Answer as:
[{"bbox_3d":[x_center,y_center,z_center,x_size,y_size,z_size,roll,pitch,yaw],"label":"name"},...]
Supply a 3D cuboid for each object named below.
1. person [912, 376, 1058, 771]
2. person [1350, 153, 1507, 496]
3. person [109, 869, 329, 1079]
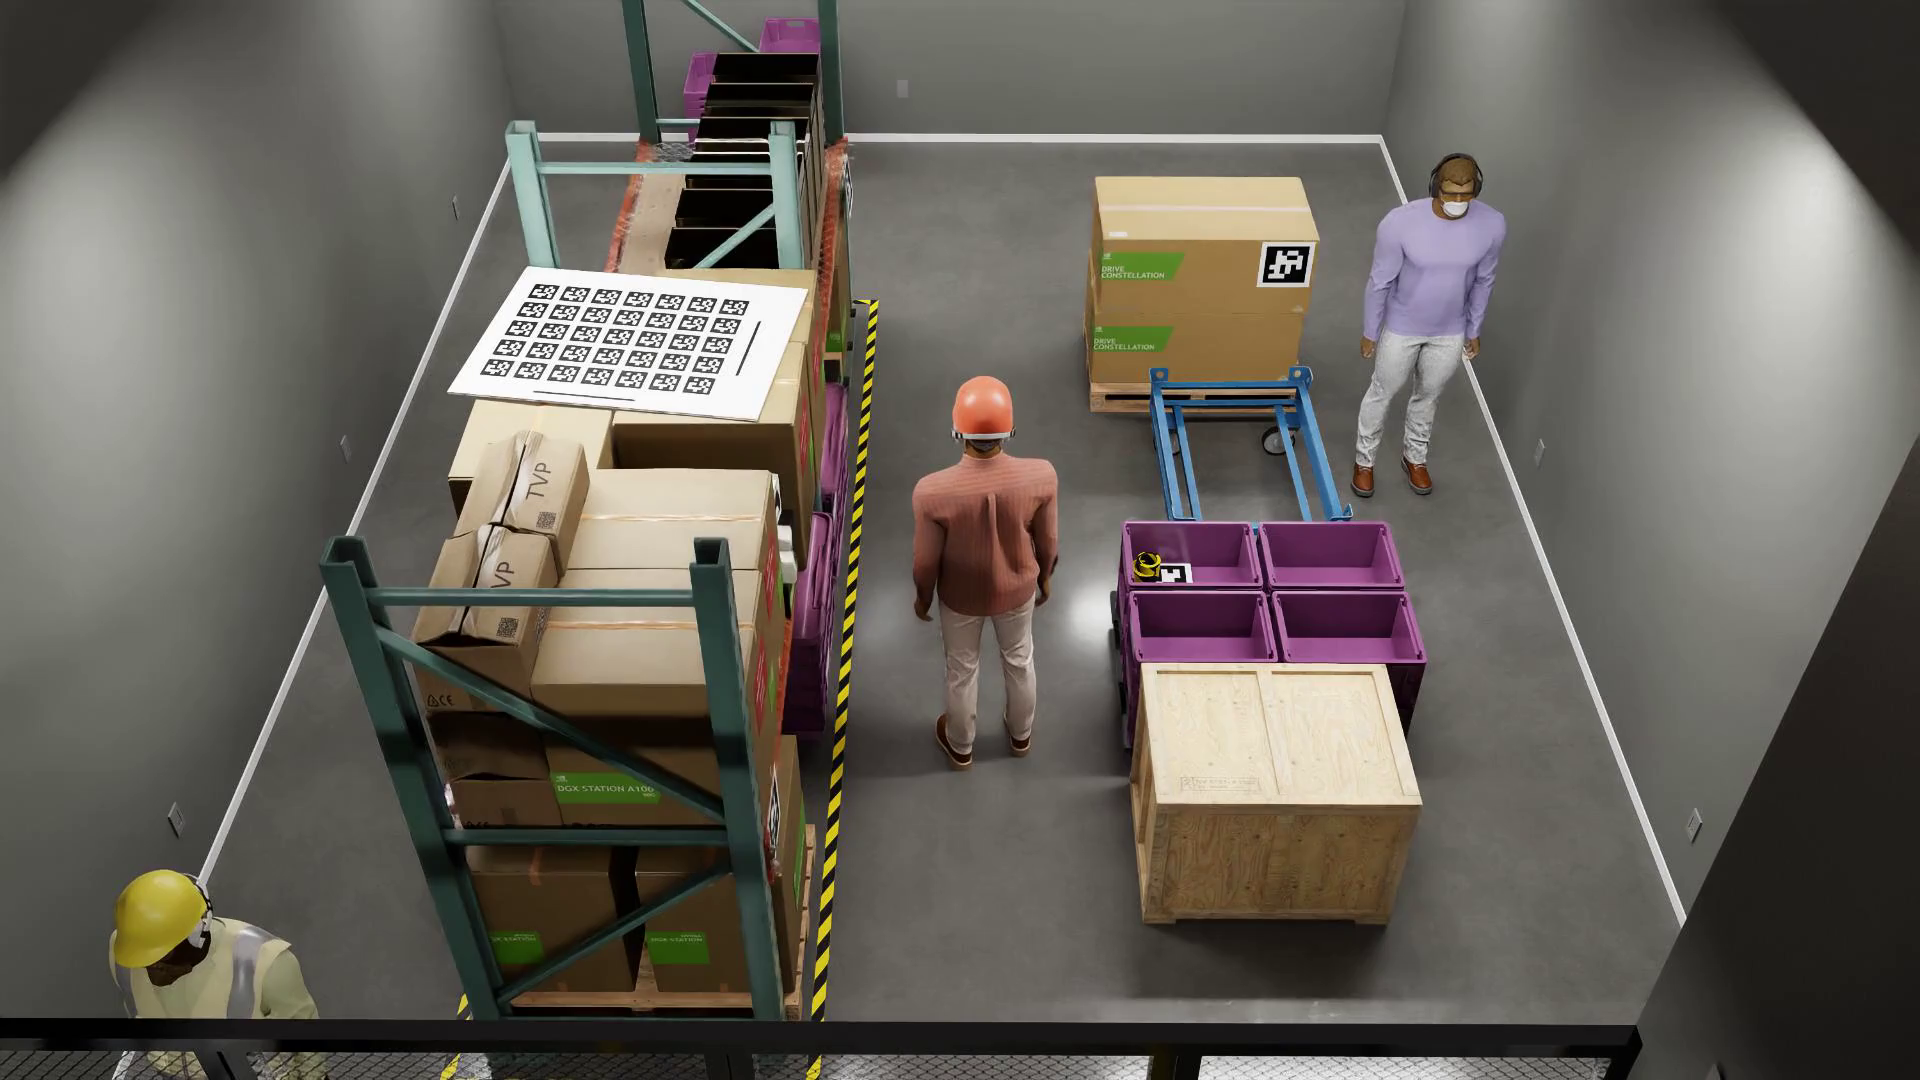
[{"bbox_3d":[0.100,0.169,6.878,0.608,1.996,0.380,-9,42,-10],"label":"person"},{"bbox_3d":[2.316,-1.059,8.321,0.636,1.939,0.362,-2,41,-2],"label":"person"},{"bbox_3d":[-2.305,1.663,5.296,0.588,1.834,0.403,3,41,4],"label":"person"}]
